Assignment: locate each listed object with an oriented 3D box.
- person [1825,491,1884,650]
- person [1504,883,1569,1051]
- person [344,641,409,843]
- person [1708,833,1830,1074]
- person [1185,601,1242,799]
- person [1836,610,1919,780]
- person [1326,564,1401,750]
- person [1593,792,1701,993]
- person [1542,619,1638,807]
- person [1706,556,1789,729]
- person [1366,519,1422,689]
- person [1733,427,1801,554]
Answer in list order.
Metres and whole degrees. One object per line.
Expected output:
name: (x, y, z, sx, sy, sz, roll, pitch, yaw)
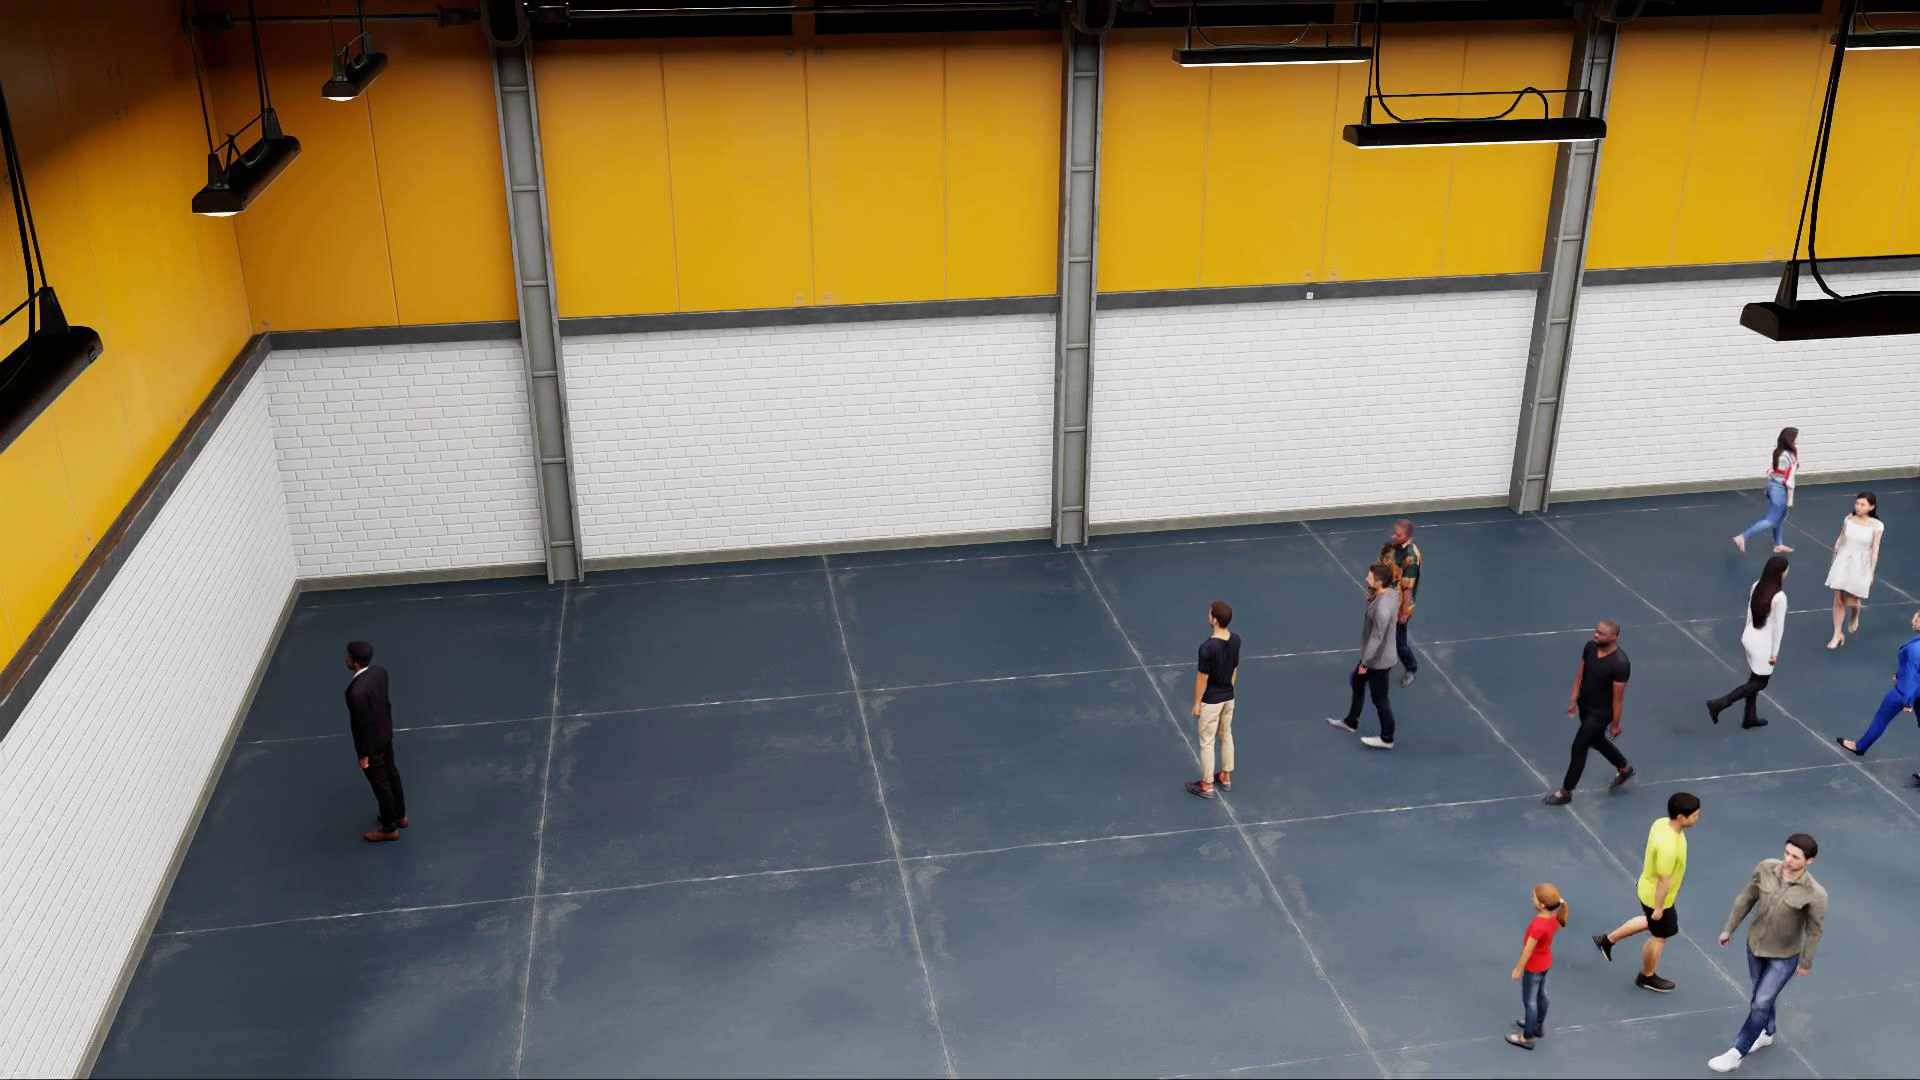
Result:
person: (9.379, 0.309, 17.395, 0.925, 1.764, 0.815, -17, 29, -33)
person: (4.112, 3.007, 11.793, 0.641, 1.308, 0.566, 20, 31, 38)
person: (-4.956, 1.682, 14.108, 0.665, 1.882, 0.755, 3, 24, 6)
person: (5.716, 2.815, 11.569, 1.068, 1.840, 0.857, -10, 26, -22)
person: (2.283, 1.409, 14.766, 0.647, 1.854, 0.768, -18, 29, -35)
person: (8.684, 1.438, 14.964, 1.186, 1.643, 0.996, -14, 27, -29)
person: (3.980, 1.105, 15.473, 1.057, 1.846, 0.956, 8, 25, 17)
person: (5.085, 2.575, 12.301, 0.951, 1.693, 0.827, 6, 24, 13)
person: (5.685, 1.503, 14.640, 1.210, 1.783, 0.720, -5, 24, -12)
person: (7.483, 1.013, 15.758, 0.935, 1.787, 0.616, -3, 24, -6)
person: (4.373, 0.617, 16.649, 0.839, 1.798, 0.775, -4, 24, -8)
person: (9.550, -0.545, 19.572, 1.057, 1.586, 0.711, 0, 24, 0)
